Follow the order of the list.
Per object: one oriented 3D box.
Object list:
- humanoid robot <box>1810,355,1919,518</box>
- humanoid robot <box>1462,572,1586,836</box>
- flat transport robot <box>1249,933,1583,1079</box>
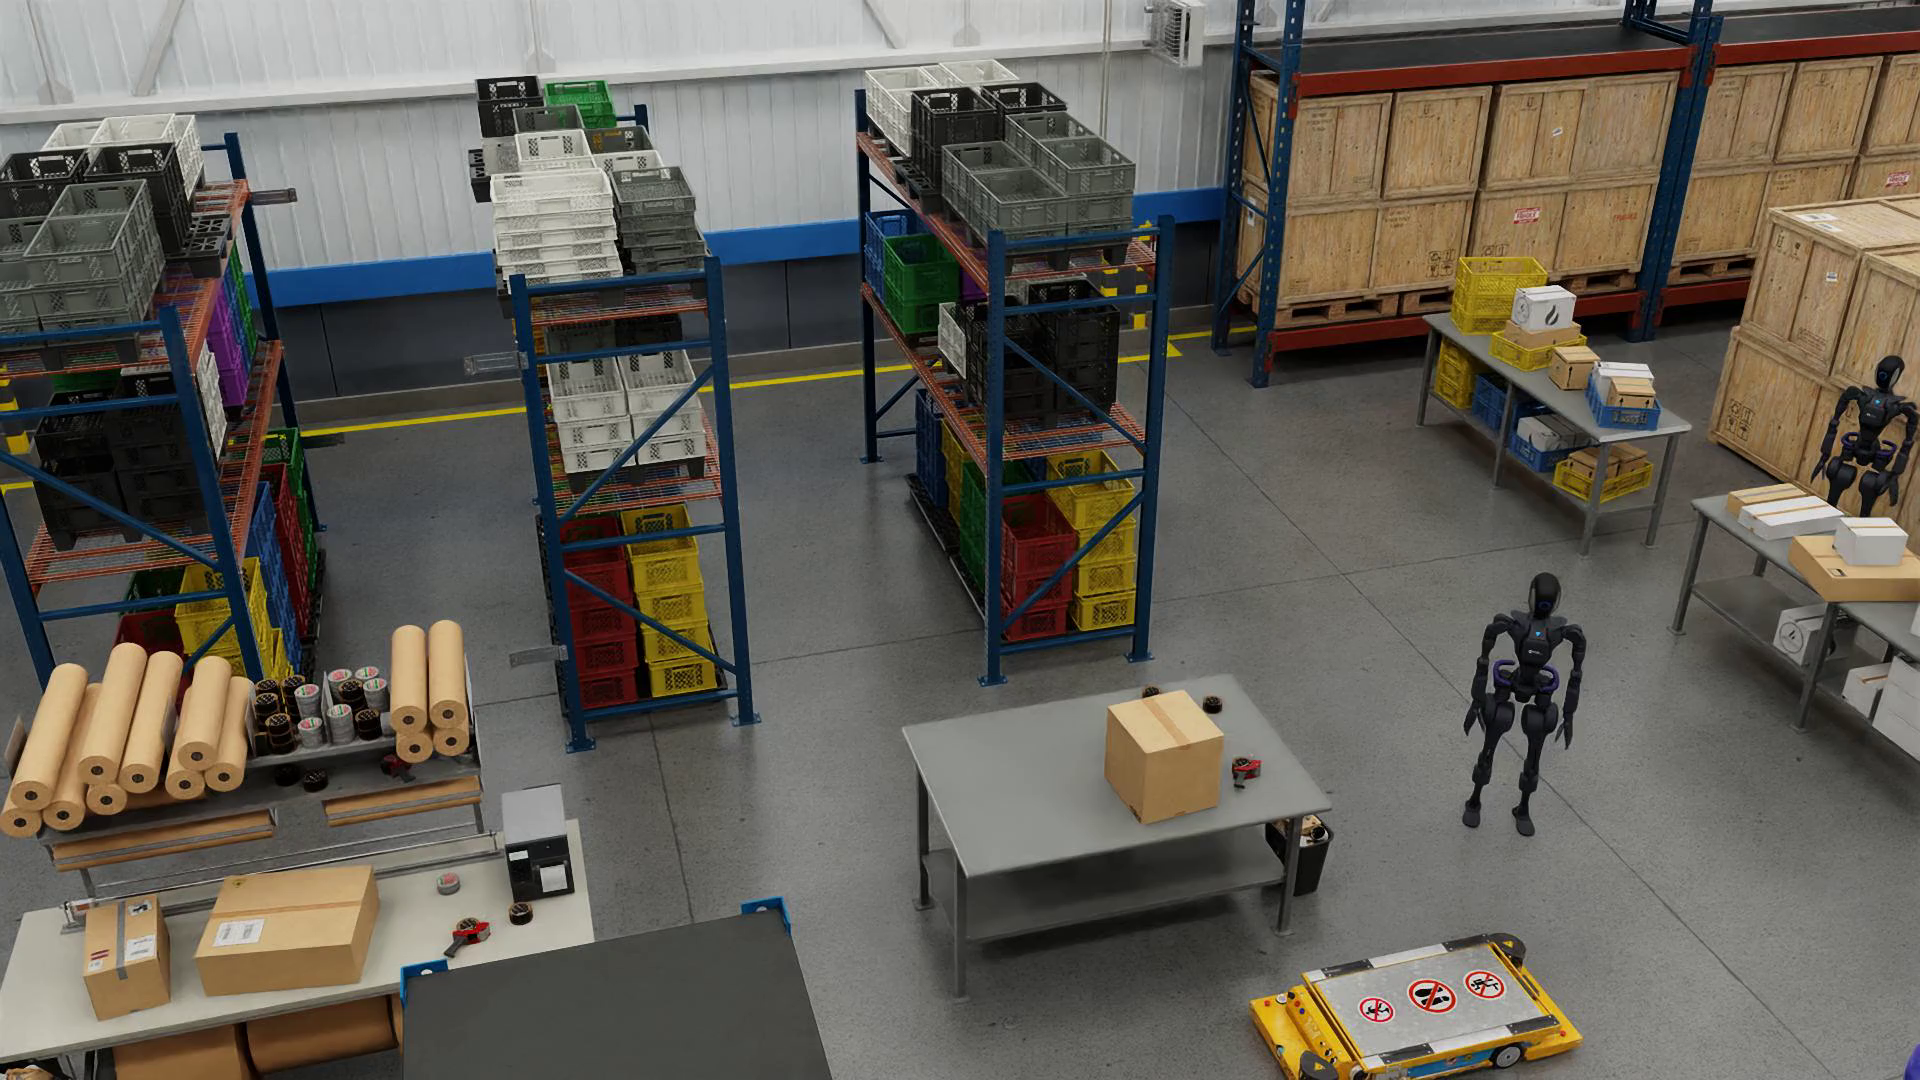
[{"bbox_3d":[6.287,-0.510,11.613,0.584,1.657,0.330,23,36,36],"label":"humanoid robot"},{"bbox_3d":[3.067,0.895,9.069,0.572,1.651,0.328,7,30,13],"label":"humanoid robot"},{"bbox_3d":[2.184,2.282,7.980,1.431,0.197,0.652,-8,30,-14],"label":"flat transport robot"}]
